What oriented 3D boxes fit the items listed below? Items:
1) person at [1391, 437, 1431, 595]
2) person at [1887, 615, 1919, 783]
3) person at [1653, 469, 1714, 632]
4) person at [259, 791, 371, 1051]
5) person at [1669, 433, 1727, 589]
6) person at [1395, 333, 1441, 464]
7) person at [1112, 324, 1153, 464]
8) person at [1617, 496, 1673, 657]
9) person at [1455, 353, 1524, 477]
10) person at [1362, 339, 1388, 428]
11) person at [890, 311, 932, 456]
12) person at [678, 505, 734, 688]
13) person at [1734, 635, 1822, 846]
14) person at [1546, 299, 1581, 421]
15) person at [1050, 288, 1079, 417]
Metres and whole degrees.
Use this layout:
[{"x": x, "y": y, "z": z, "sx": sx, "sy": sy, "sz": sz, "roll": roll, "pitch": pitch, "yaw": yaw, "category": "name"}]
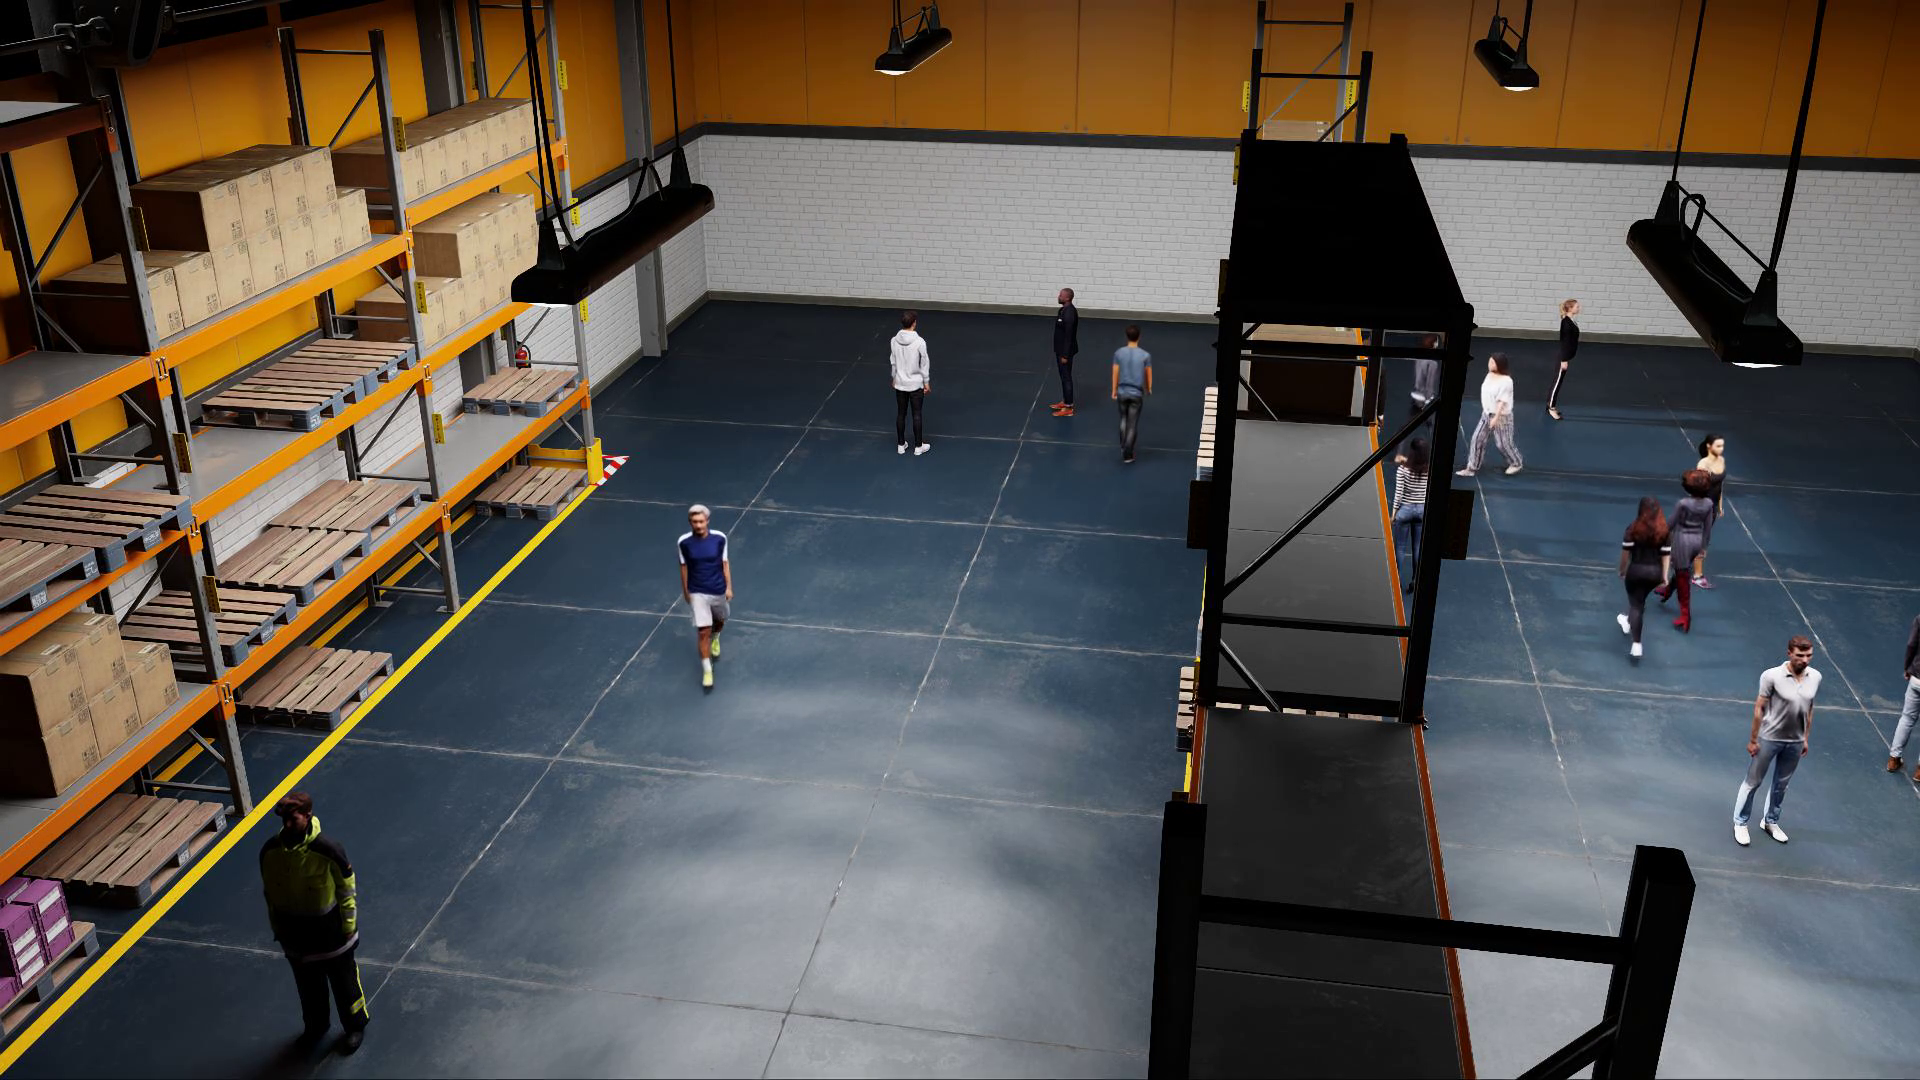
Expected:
[{"x": 4.865, "y": -0.254, "z": 17.910, "sx": 0.608, "sy": 1.797, "sz": 0.530, "roll": 0, "pitch": 24, "yaw": 0, "category": "person"}, {"x": 8.438, "y": 1.238, "z": 14.446, "sx": 0.776, "sy": 1.837, "sz": 0.731, "roll": -18, "pitch": 29, "yaw": -35, "category": "person"}, {"x": 7.543, "y": 0.134, "z": 17.176, "sx": 0.829, "sy": 1.673, "sz": 1.130, "roll": -4, "pitch": 24, "yaw": -8, "category": "person"}, {"x": -4.358, "y": 2.559, "z": 11.242, "sx": 0.798, "sy": 1.983, "sz": 0.684, "roll": 1, "pitch": 24, "yaw": 2, "category": "person"}, {"x": 8.145, "y": -0.378, "z": 18.295, "sx": 0.916, "sy": 1.714, "sz": 0.974, "roll": -15, "pitch": 28, "yaw": -31, "category": "person"}, {"x": 5.901, "y": -1.802, "z": 21.529, "sx": 1.018, "sy": 1.734, "sz": 1.063, "roll": -8, "pitch": 25, "yaw": -18, "category": "person"}, {"x": 2.194, "y": -1.871, "z": 21.618, "sx": 0.749, "sy": 1.789, "sz": 0.916, "roll": 10, "pitch": 26, "yaw": 22, "category": "person"}, {"x": 6.857, "y": 0.402, "z": 16.668, "sx": 0.650, "sy": 1.589, "sz": 1.133, "roll": 5, "pitch": 24, "yaw": 11, "category": "person"}, {"x": 6.881, "y": -1.557, "z": 21.092, "sx": 1.085, "sy": 1.635, "sz": 1.186, "roll": -8, "pitch": 25, "yaw": -17, "category": "person"}, {"x": 5.030, "y": -1.598, "z": 20.850, "sx": 0.717, "sy": 1.904, "sz": 0.602, "roll": 3, "pitch": 24, "yaw": 6, "category": "person"}, {"x": -0.670, "y": -2.080, "z": 21.920, "sx": 0.712, "sy": 1.929, "sz": 0.617, "roll": 8, "pitch": 25, "yaw": 17, "category": "person"}, {"x": -2.465, "y": 0.463, "z": 16.257, "sx": 0.952, "sy": 1.806, "sz": 1.238, "roll": -6, "pitch": 24, "yaw": -13, "category": "person"}, {"x": 6.688, "y": 1.611, "z": 13.574, "sx": 0.705, "sy": 1.851, "sz": 0.628, "roll": -2, "pitch": 24, "yaw": -4, "category": "person"}, {"x": 8.415, "y": -2.539, "z": 23.249, "sx": 0.693, "sy": 1.706, "sz": 0.516, "roll": 8, "pitch": 25, "yaw": 17, "category": "person"}, {"x": 1.486, "y": -2.657, "z": 23.380, "sx": 0.807, "sy": 1.818, "sz": 0.611, "roll": -1, "pitch": 24, "yaw": -2, "category": "person"}]
